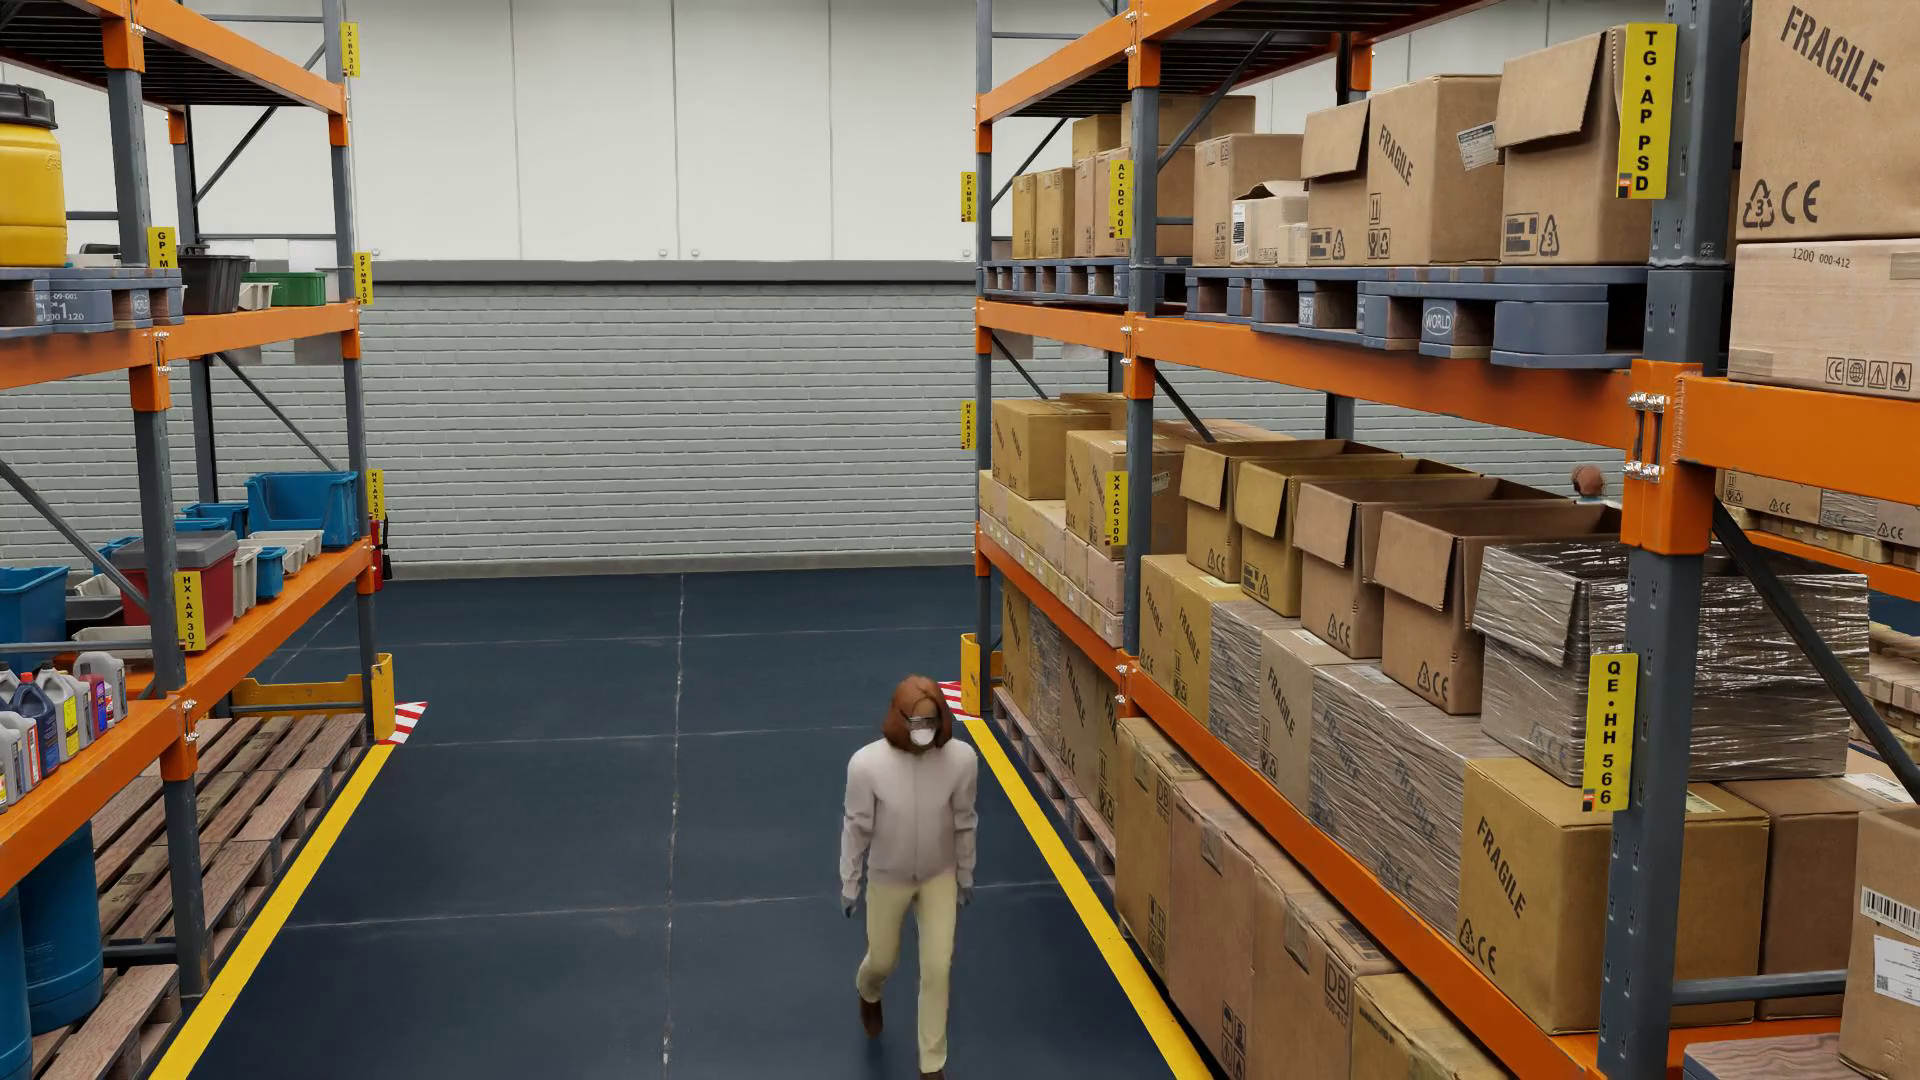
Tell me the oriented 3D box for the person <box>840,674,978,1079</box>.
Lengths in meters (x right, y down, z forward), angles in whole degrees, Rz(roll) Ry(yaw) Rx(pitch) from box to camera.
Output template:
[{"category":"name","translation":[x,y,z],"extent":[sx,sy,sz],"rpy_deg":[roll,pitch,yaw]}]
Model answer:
[{"category":"person","translation":[-0.208,1.236,6.225],"extent":[0.515,1.604,0.662],"rpy_deg":[-2,10,-15]}]

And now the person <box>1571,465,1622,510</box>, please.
[{"category":"person","translation":[4.549,0.264,12.133],"extent":[0.525,1.626,0.365],"rpy_deg":[-1,9,-4]}]
